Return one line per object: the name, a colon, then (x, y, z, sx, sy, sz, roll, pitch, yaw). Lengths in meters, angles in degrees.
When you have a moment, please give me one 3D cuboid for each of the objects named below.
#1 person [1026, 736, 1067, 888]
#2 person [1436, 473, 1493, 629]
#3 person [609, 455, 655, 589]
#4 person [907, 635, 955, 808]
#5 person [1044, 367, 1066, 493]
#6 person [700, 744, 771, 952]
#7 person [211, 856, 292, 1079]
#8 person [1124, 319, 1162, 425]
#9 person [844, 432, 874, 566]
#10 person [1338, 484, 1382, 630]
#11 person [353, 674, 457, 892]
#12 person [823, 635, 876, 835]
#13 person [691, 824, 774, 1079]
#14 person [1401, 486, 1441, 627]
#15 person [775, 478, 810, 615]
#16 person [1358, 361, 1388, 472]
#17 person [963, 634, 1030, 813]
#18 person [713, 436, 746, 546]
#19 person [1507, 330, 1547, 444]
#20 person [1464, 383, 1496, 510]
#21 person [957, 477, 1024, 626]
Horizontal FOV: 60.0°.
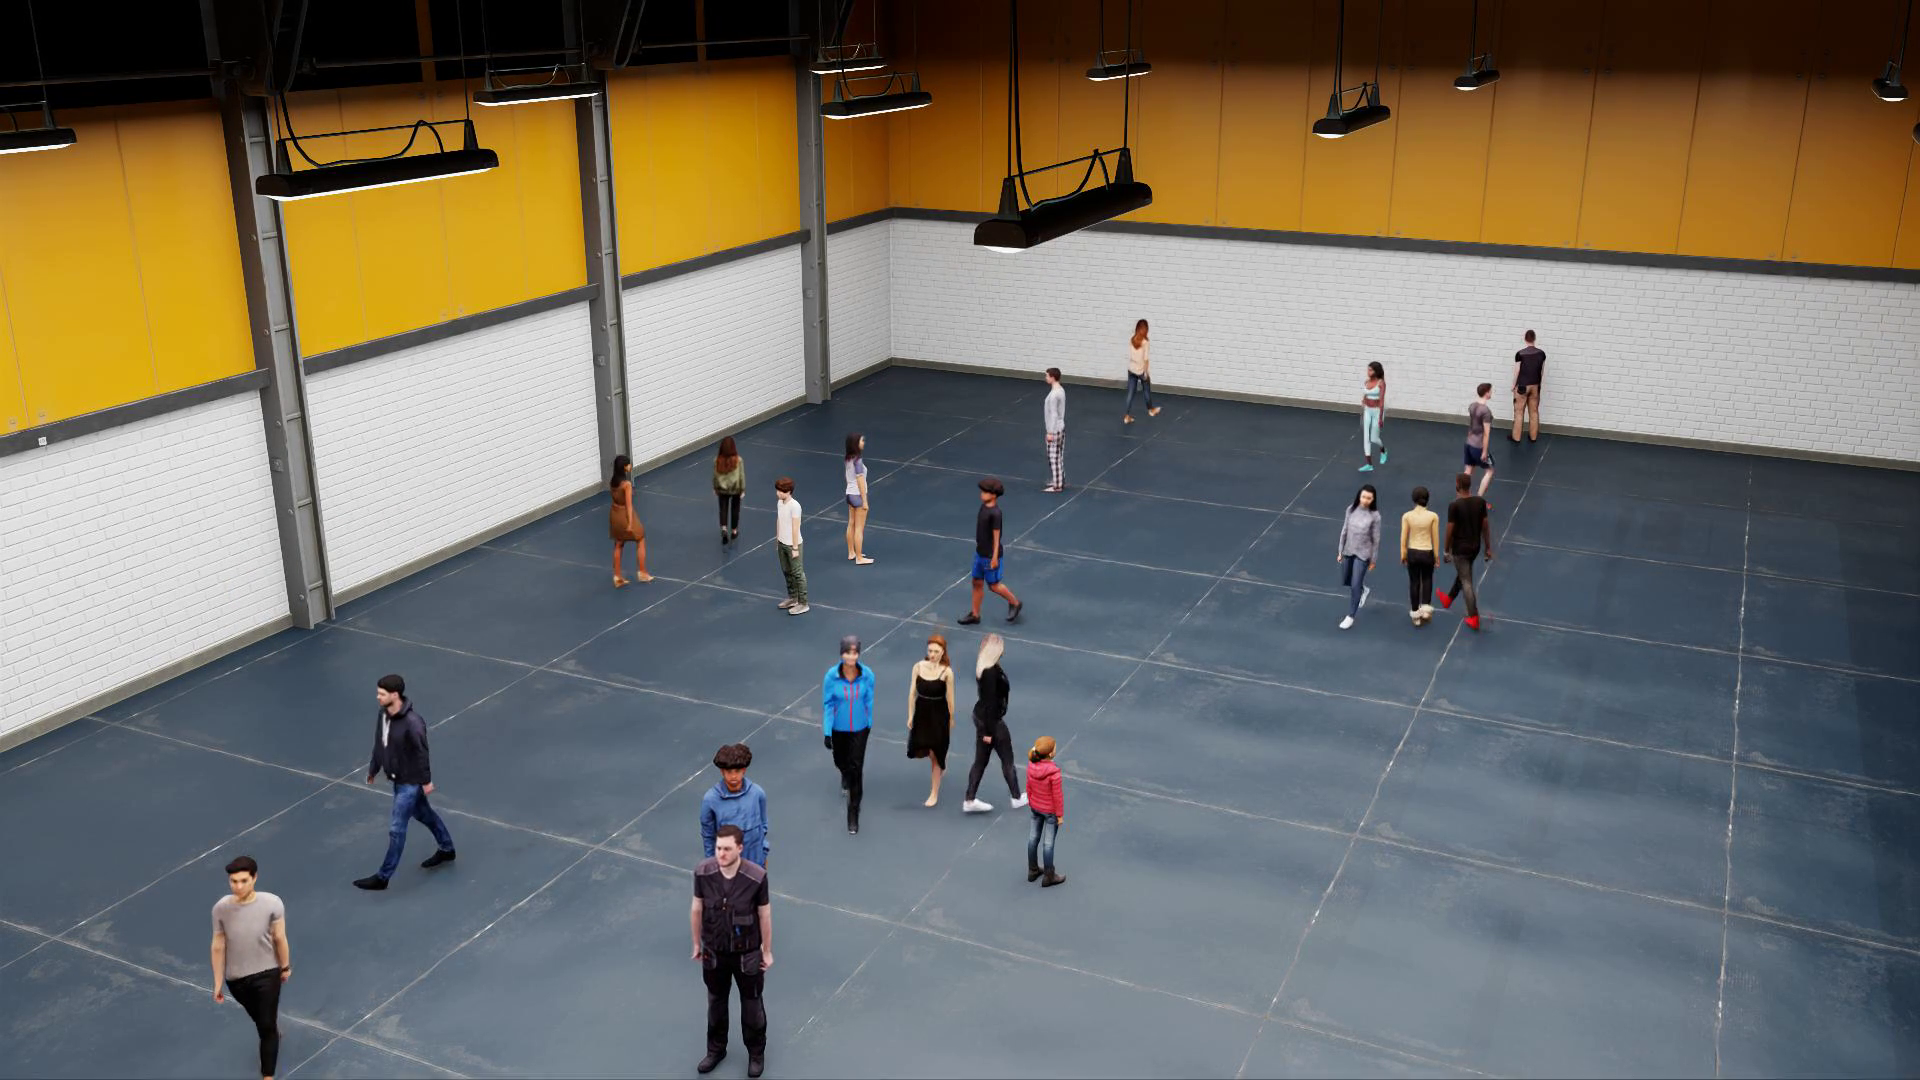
person: (0.694, 2.232, 13.762, 0.568, 1.318, 0.580, 16, 25, 40)
person: (5.894, 0.166, 19.221, 1.192, 1.750, 1.273, -5, 19, -15)
person: (-4.200, -0.207, 20.450, 0.702, 1.671, 0.810, 16, 25, 40)
person: (-0.235, 1.597, 15.186, 0.600, 1.613, 0.862, 8, 20, 23)
person: (1.401, -1.626, 24.389, 0.730, 1.847, 0.543, 5, 19, 14)
person: (-1.683, 2.375, 12.567, 0.753, 1.810, 0.801, -6, 19, -17)
person: (-4.770, 2.882, 11.264, 0.982, 1.680, 1.205, -2, 19, -5)
person: (2.949, -2.808, 28.062, 0.858, 1.742, 1.182, 17, 25, 40)
person: (-1.329, -0.554, 21.384, 0.699, 1.733, 0.664, -9, 21, -26)
person: (4.667, 0.158, 19.301, 0.801, 1.713, 1.001, 17, 25, 41)
person: (-4.482, 1.954, 13.779, 1.271, 1.833, 0.986, -16, 24, -39)
person: (-0.989, 1.656, 14.768, 0.922, 1.767, 1.203, 0, 19, 0)
person: (-1.547, 2.774, 11.328, 0.772, 1.844, 0.679, 4, 19, 11)
person: (5.316, 0.215, 19.241, 0.679, 1.644, 0.658, 6, 20, 17)
person: (-2.008, 0.052, 19.715, 0.654, 1.649, 0.637, -16, 24, -39)
person: (6.362, -1.884, 25.362, 0.855, 1.714, 0.765, -13, 23, -34)
person: (0.165, 1.674, 14.905, 1.036, 1.646, 1.007, -3, 19, -9)
person: (-3.081, -0.639, 22.070, 0.832, 1.457, 1.005, 0, 19, 0)
person: (9.224, -2.506, 27.012, 0.780, 1.841, 0.785, -2, 19, -7)
person: (7.212, -1.296, 23.421, 0.888, 1.839, 0.828, -7, 20, -19)
person: (0.398, 0.137, 19.259, 1.105, 1.780, 1.015, -8, 20, -22)
